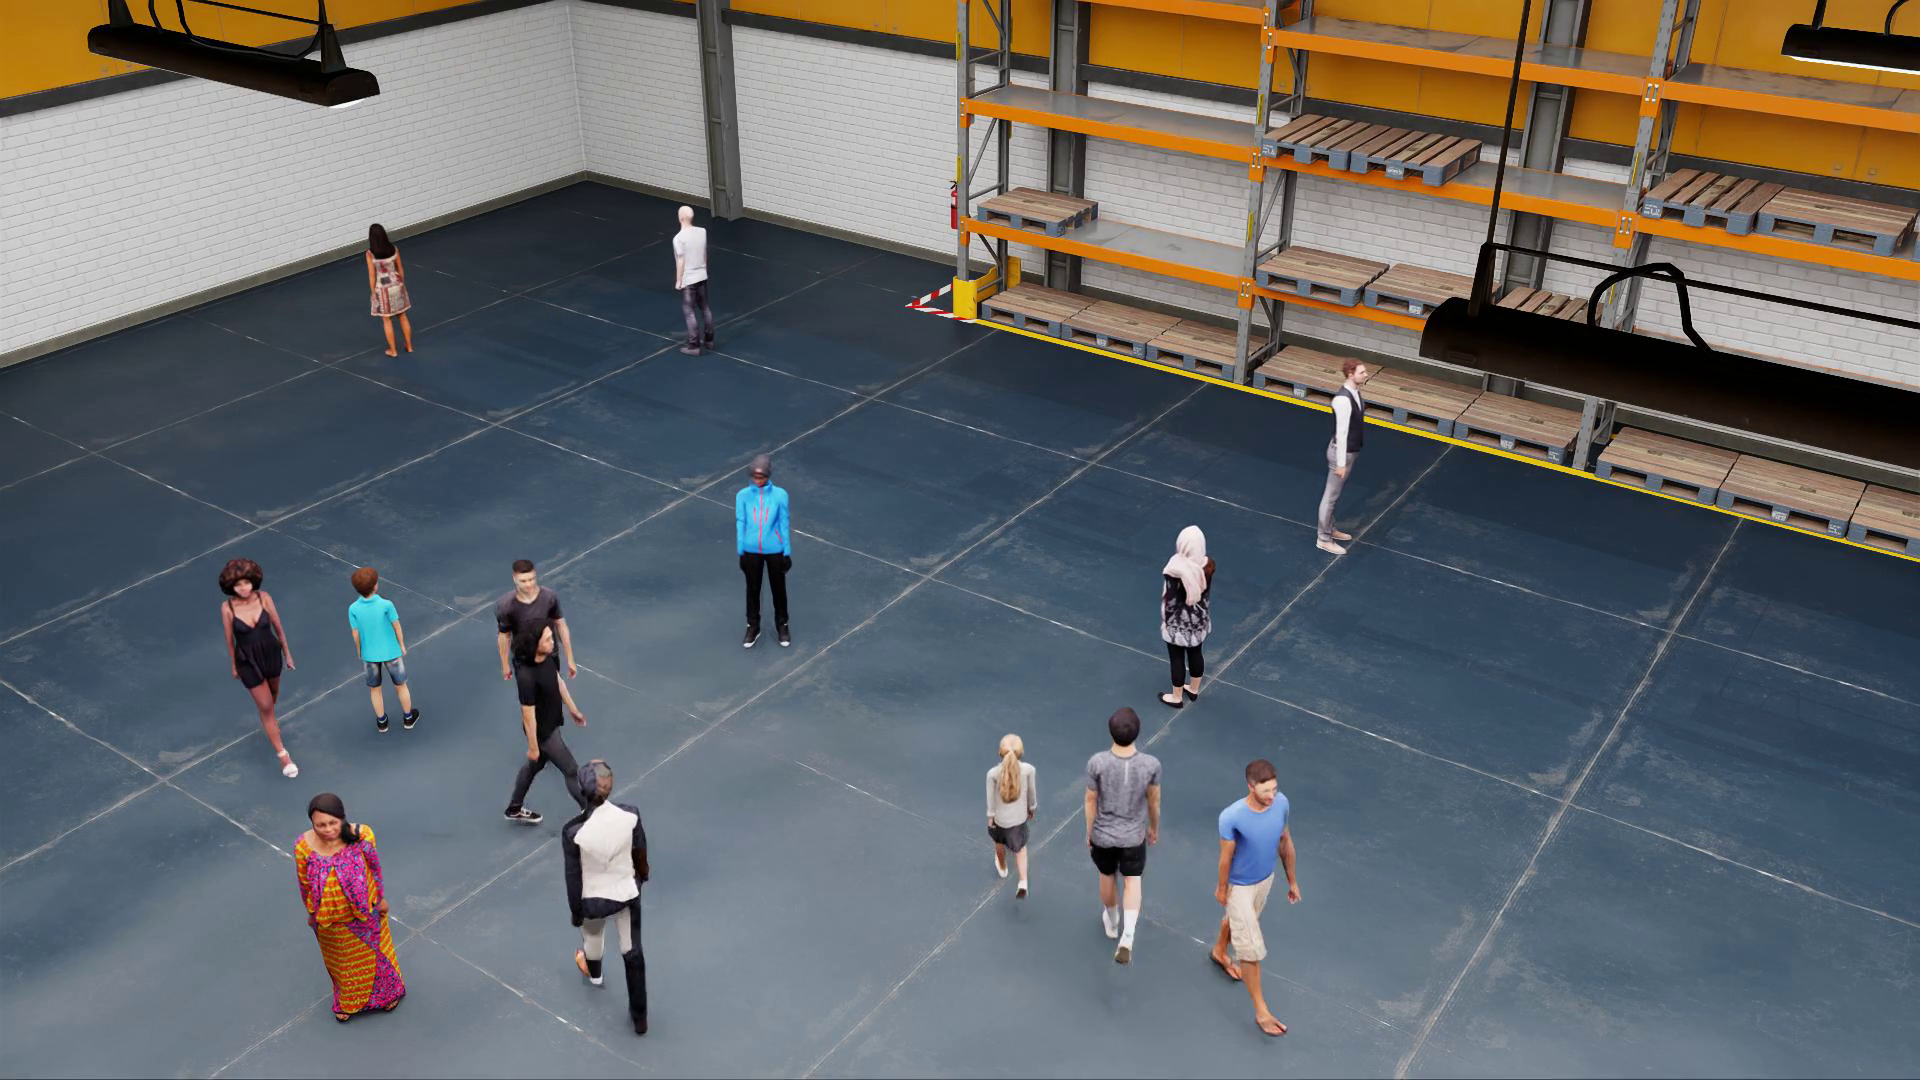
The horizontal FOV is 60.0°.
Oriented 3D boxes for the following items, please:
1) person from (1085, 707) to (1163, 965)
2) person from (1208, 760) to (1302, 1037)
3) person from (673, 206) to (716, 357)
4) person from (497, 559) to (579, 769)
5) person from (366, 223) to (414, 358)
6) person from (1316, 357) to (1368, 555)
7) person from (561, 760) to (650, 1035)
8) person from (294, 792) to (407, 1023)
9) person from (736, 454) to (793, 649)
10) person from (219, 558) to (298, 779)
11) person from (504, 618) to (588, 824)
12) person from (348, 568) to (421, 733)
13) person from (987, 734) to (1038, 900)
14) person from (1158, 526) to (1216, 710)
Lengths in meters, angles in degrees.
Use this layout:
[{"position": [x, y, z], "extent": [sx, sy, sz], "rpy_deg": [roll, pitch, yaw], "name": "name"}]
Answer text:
[{"position": [1.030, 1.952, 10.785], "extent": [1.024, 1.848, 1.014], "rpy_deg": [1, 29, 1], "name": "person"}, {"position": [1.774, 2.100, 10.534], "extent": [0.988, 1.827, 1.248], "rpy_deg": [-16, 32, -26], "name": "person"}, {"position": [-3.242, -3.153, 20.162], "extent": [0.551, 1.830, 0.656], "rpy_deg": [19, 34, 31], "name": "person"}, {"position": [-3.296, 0.868, 12.883], "extent": [0.819, 1.742, 0.878], "rpy_deg": [-17, 33, -28], "name": "person"}, {"position": [-6.928, -3.037, 20.144], "extent": [0.693, 1.645, 0.601], "rpy_deg": [-24, 37, -37], "name": "person"}, {"position": [3.633, -0.838, 15.806], "extent": [0.623, 1.938, 0.705], "rpy_deg": [12, 31, 21], "name": "person"}, {"position": [-2.127, 2.252, 10.229], "extent": [1.026, 1.854, 1.197], "rpy_deg": [-14, 32, -24], "name": "person"}, {"position": [-3.824, 2.263, 10.388], "extent": [0.780, 1.683, 0.827], "rpy_deg": [-9, 30, -16], "name": "person"}, {"position": [-1.678, 0.074, 14.275], "extent": [0.672, 1.802, 0.757], "rpy_deg": [-1, 29, -2], "name": "person"}, {"position": [-5.404, 0.913, 12.796], "extent": [0.769, 1.747, 1.132], "rpy_deg": [-21, 35, -33], "name": "person"}, {"position": [-3.070, 1.338, 11.968], "extent": [1.228, 1.793, 1.083], "rpy_deg": [0, 29, -1], "name": "person"}, {"position": [-4.597, 0.867, 13.191], "extent": [0.595, 1.448, 0.654], "rpy_deg": [-5, 29, -9], "name": "person"}, {"position": [0.353, 1.912, 11.471], "extent": [0.804, 1.260, 0.854], "rpy_deg": [-4, 29, -8], "name": "person"}, {"position": [1.833, 0.615, 13.457], "extent": [0.717, 1.637, 0.733], "rpy_deg": [-19, 34, -31], "name": "person"}]
